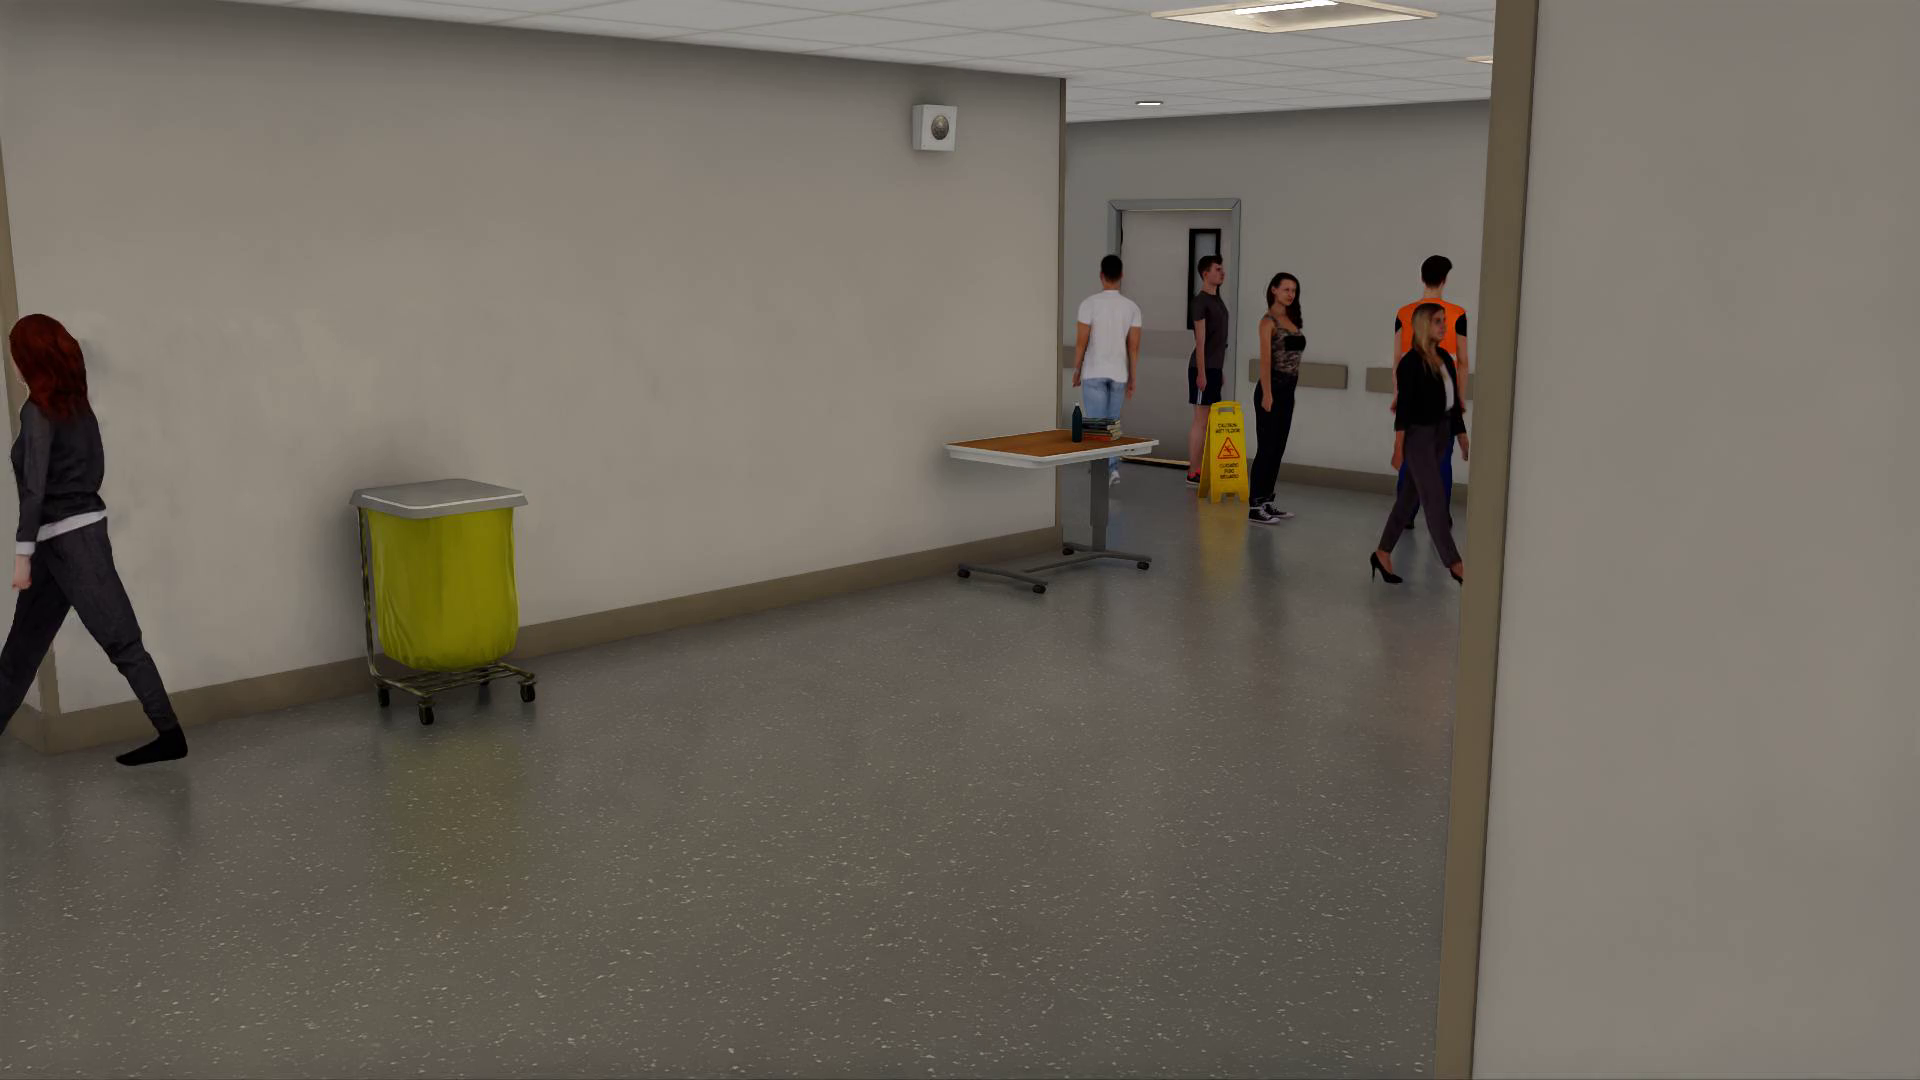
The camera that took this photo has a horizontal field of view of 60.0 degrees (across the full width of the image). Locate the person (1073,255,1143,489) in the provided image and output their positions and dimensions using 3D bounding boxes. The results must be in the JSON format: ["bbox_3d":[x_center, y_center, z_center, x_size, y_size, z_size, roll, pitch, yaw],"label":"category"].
[{"bbox_3d":[1.160,-1.282,13.090,1.017,1.824,1.265,-3,11,-18],"label":"person"}]

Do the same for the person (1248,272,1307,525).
[{"bbox_3d":[2.238,-1.016,11.834,0.596,1.768,0.645,8,13,35],"label":"person"}]

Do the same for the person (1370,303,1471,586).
[{"bbox_3d":[2.573,-0.504,9.504,0.590,1.632,1.014,-10,15,-43],"label":"person"}]

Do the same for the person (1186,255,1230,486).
[{"bbox_3d":[2.015,-1.386,13.564,0.653,1.851,0.720,5,12,27],"label":"person"}]

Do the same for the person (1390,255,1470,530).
[{"bbox_3d":[3.249,-1.018,11.526,0.730,1.888,0.837,3,11,16],"label":"person"}]

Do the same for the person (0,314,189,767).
[{"bbox_3d":[-3.236,0.071,6.249,1.039,1.716,1.152,-3,11,-17],"label":"person"}]
